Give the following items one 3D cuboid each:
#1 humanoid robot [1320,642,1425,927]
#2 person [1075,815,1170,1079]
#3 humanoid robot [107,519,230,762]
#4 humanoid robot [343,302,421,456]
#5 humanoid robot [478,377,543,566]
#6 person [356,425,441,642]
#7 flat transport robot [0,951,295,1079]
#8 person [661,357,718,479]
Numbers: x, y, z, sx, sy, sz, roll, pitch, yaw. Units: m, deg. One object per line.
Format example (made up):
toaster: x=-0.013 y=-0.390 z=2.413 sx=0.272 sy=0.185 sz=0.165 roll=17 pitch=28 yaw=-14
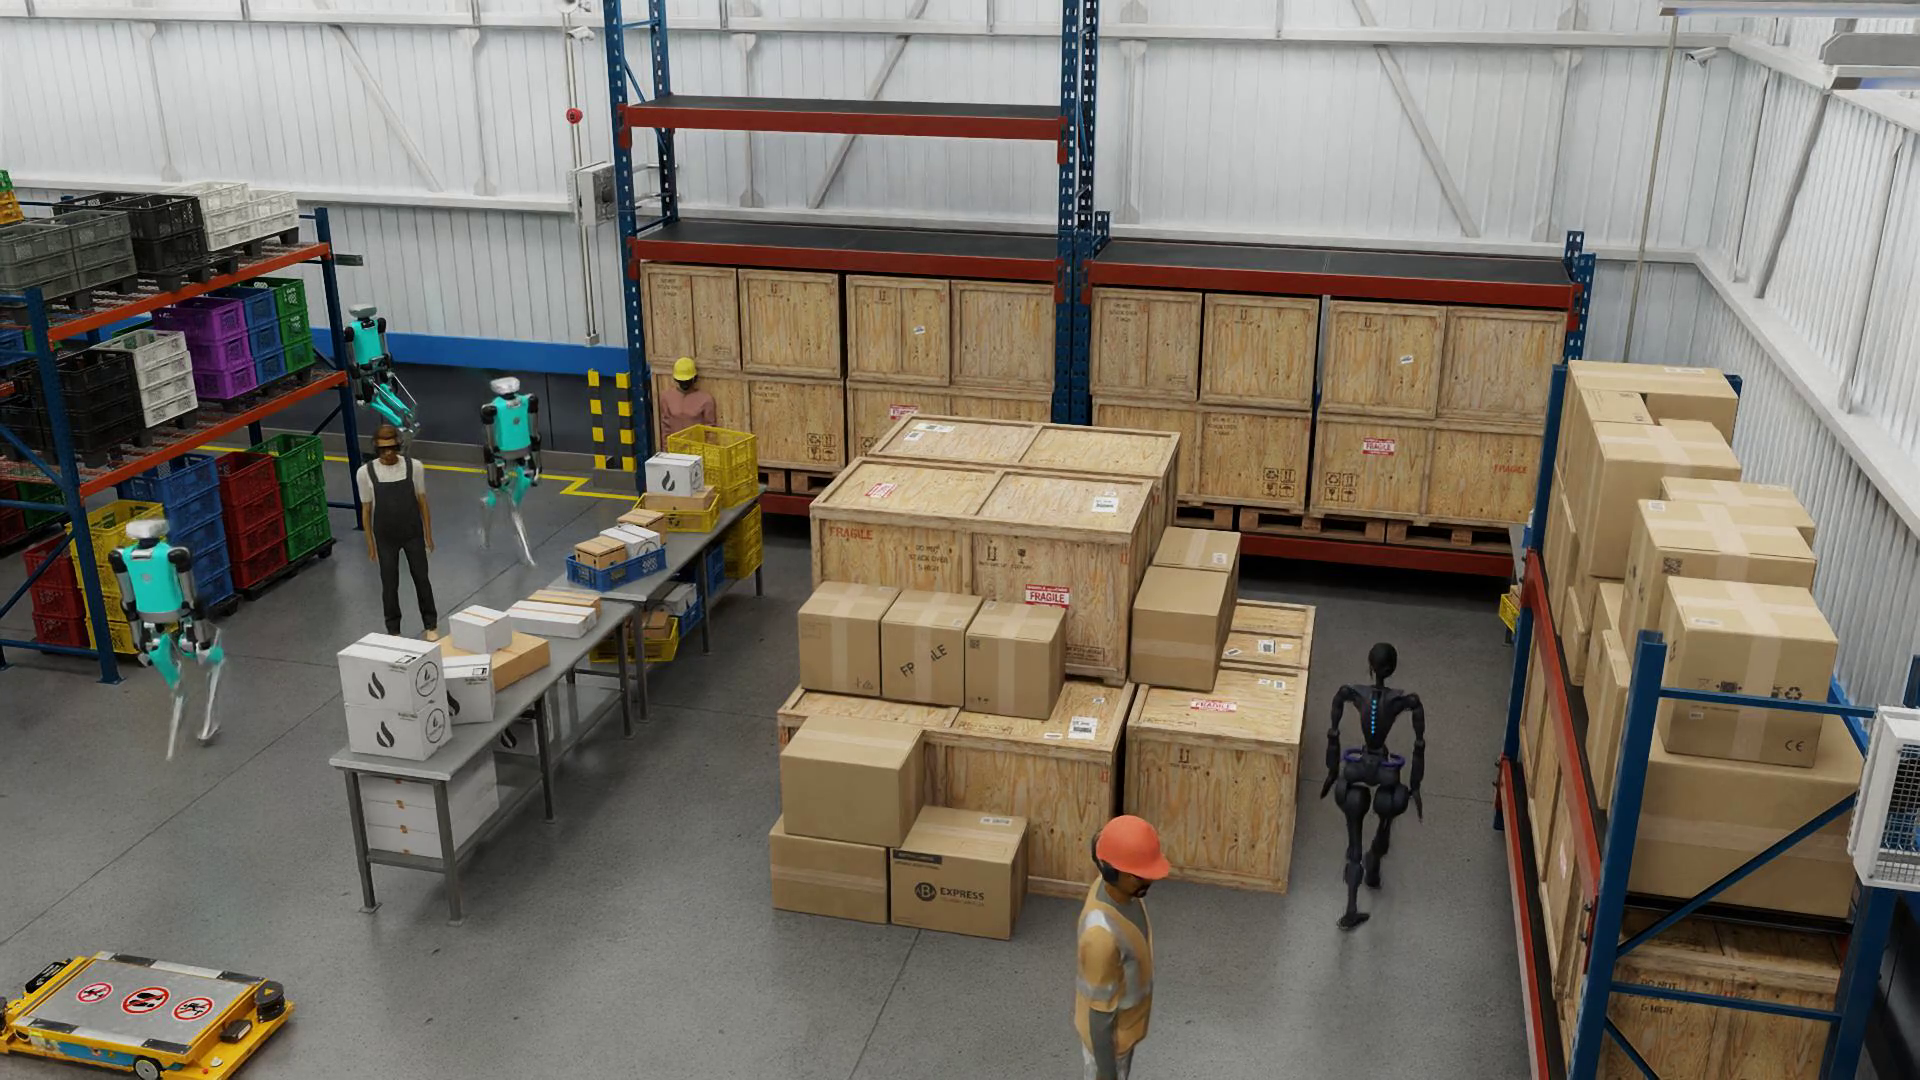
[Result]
humanoid robot: x=2.363 y=1.383 z=9.526 sx=0.590 sy=1.631 sz=0.749 roll=8 pitch=22 yaw=20
person: x=0.683 y=2.079 z=7.126 sx=0.369 sy=2.040 sz=0.615 roll=5 pitch=21 yaw=13
humanoid robot: x=-5.300 y=0.636 z=11.356 sx=0.539 sy=1.812 sz=0.770 roll=0 pitch=21 yaw=1
humanoid robot: x=-5.791 y=-1.547 z=16.847 sx=0.735 sy=1.677 sz=0.533 roll=11 pitch=24 yaw=27
humanoid robot: x=-4.077 y=-0.629 z=14.712 sx=0.558 sy=1.805 sz=0.931 roll=-18 pitch=27 yaw=-39
person: x=-4.364 y=-0.024 z=12.923 sx=0.503 sy=1.836 sz=0.332 roll=-10 pitch=23 yaw=-23
flat transport robot: x=-4.270 y=2.464 z=8.601 sx=1.431 sy=0.231 sz=0.659 roll=5 pitch=22 yaw=13
person: x=-2.447 y=-0.806 z=15.069 sx=0.522 sy=1.761 sz=0.336 roll=4 pitch=21 yaw=10
